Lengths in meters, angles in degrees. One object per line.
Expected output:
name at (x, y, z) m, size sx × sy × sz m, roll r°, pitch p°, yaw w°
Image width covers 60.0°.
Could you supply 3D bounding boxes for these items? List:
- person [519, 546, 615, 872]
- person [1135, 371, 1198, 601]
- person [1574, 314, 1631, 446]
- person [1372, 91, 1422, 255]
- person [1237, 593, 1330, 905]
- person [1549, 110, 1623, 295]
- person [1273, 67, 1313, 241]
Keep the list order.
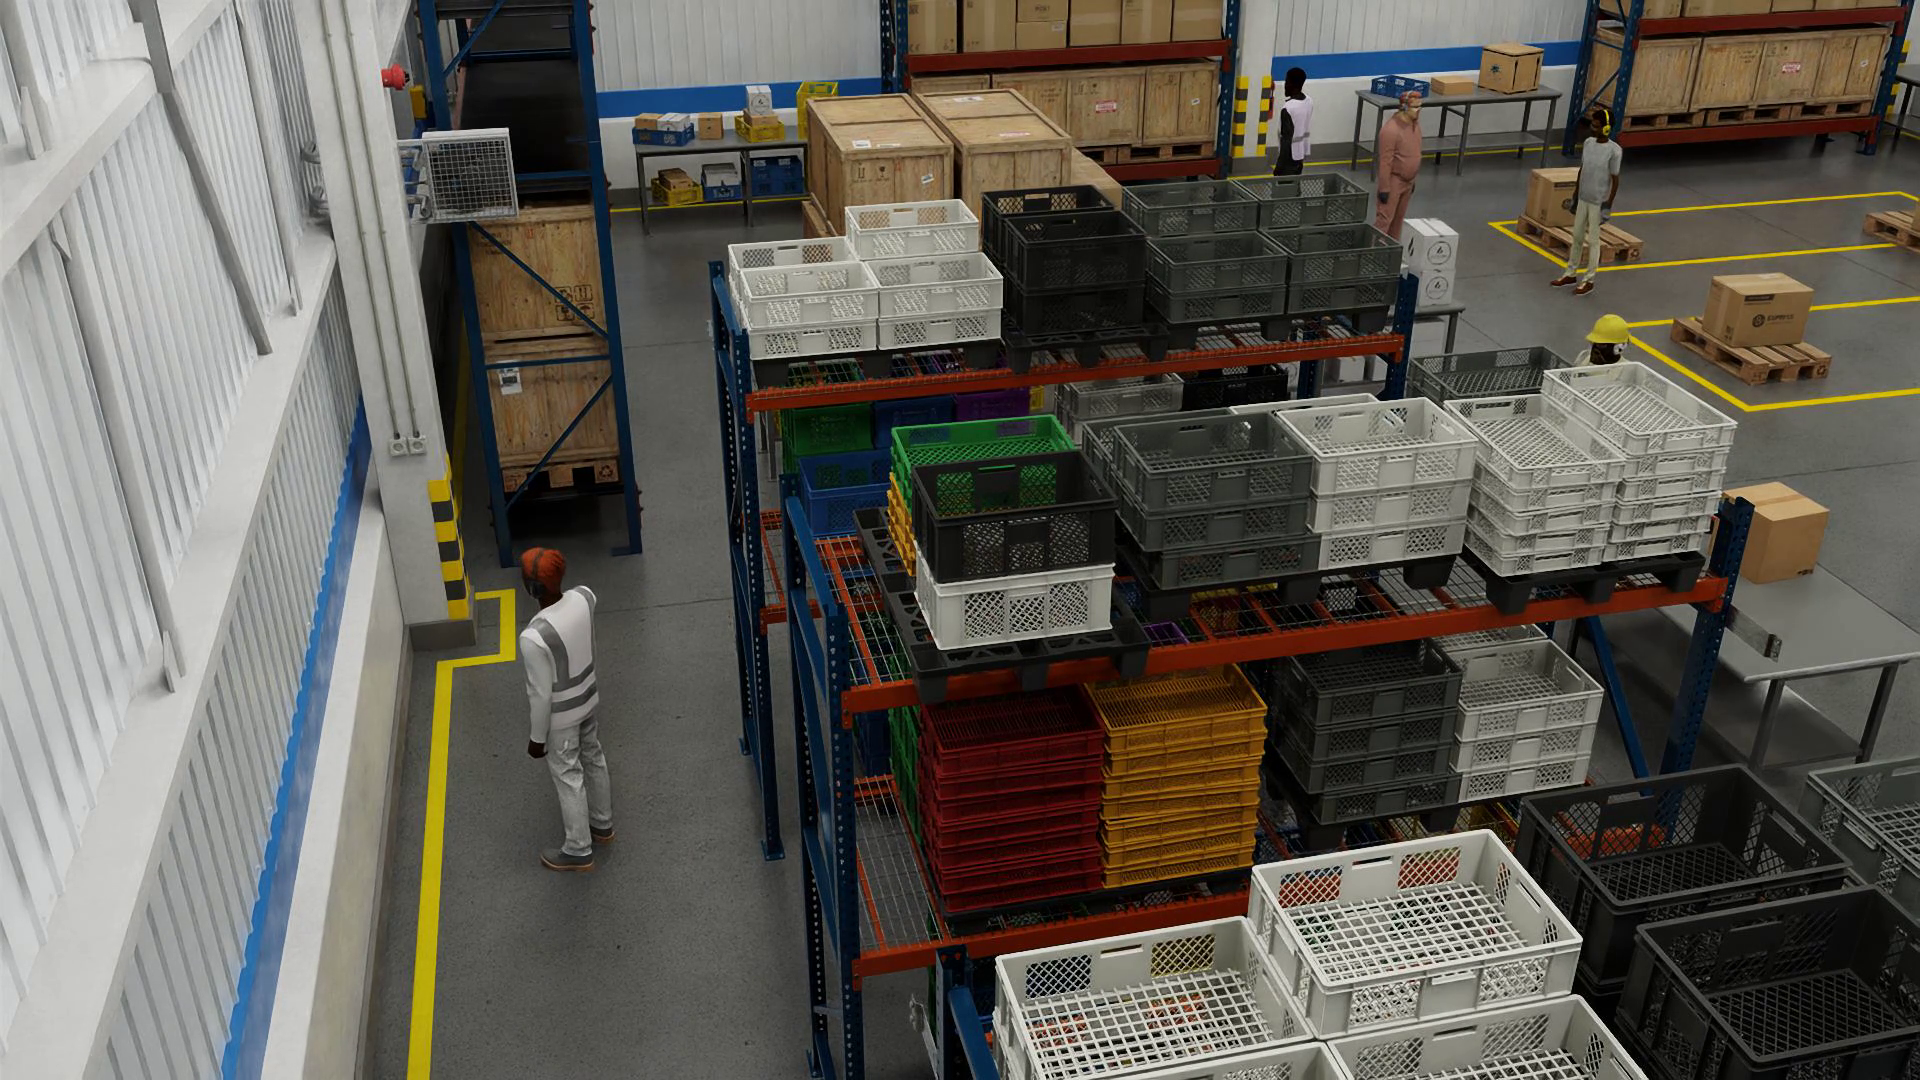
person at (-2.061, 0.874, 8.643) m, size 0.355 × 1.883 × 0.576 m, roll 9°, pitch 29°, yaw 16°
person at (1.378, -0.290, 10.900) m, size 0.429 × 1.837 × 0.633 m, roll -18°, pitch 33°, yaw -31°
person at (4.433, -0.717, 11.712) m, size 0.403 × 1.834 × 0.588 m, roll -13°, pitch 31°, yaw -24°
person at (4.580, -3.734, 17.372) m, size 0.402 × 1.899 × 0.631 m, roll 24°, pitch 36°, yaw 38°
person at (1.636, 1.055, 8.240) m, size 0.627 × 1.941 × 0.371 m, roll -8°, pitch 29°, yaw -15°
person at (6.370, -3.406, 16.785) m, size 0.336 × 1.864 × 0.521 m, roll -12°, pitch 30°, yaw -22°
person at (3.632, -4.201, 18.233) m, size 0.379 × 1.918 × 0.597 m, roll 17°, pitch 32°, yaw 29°
